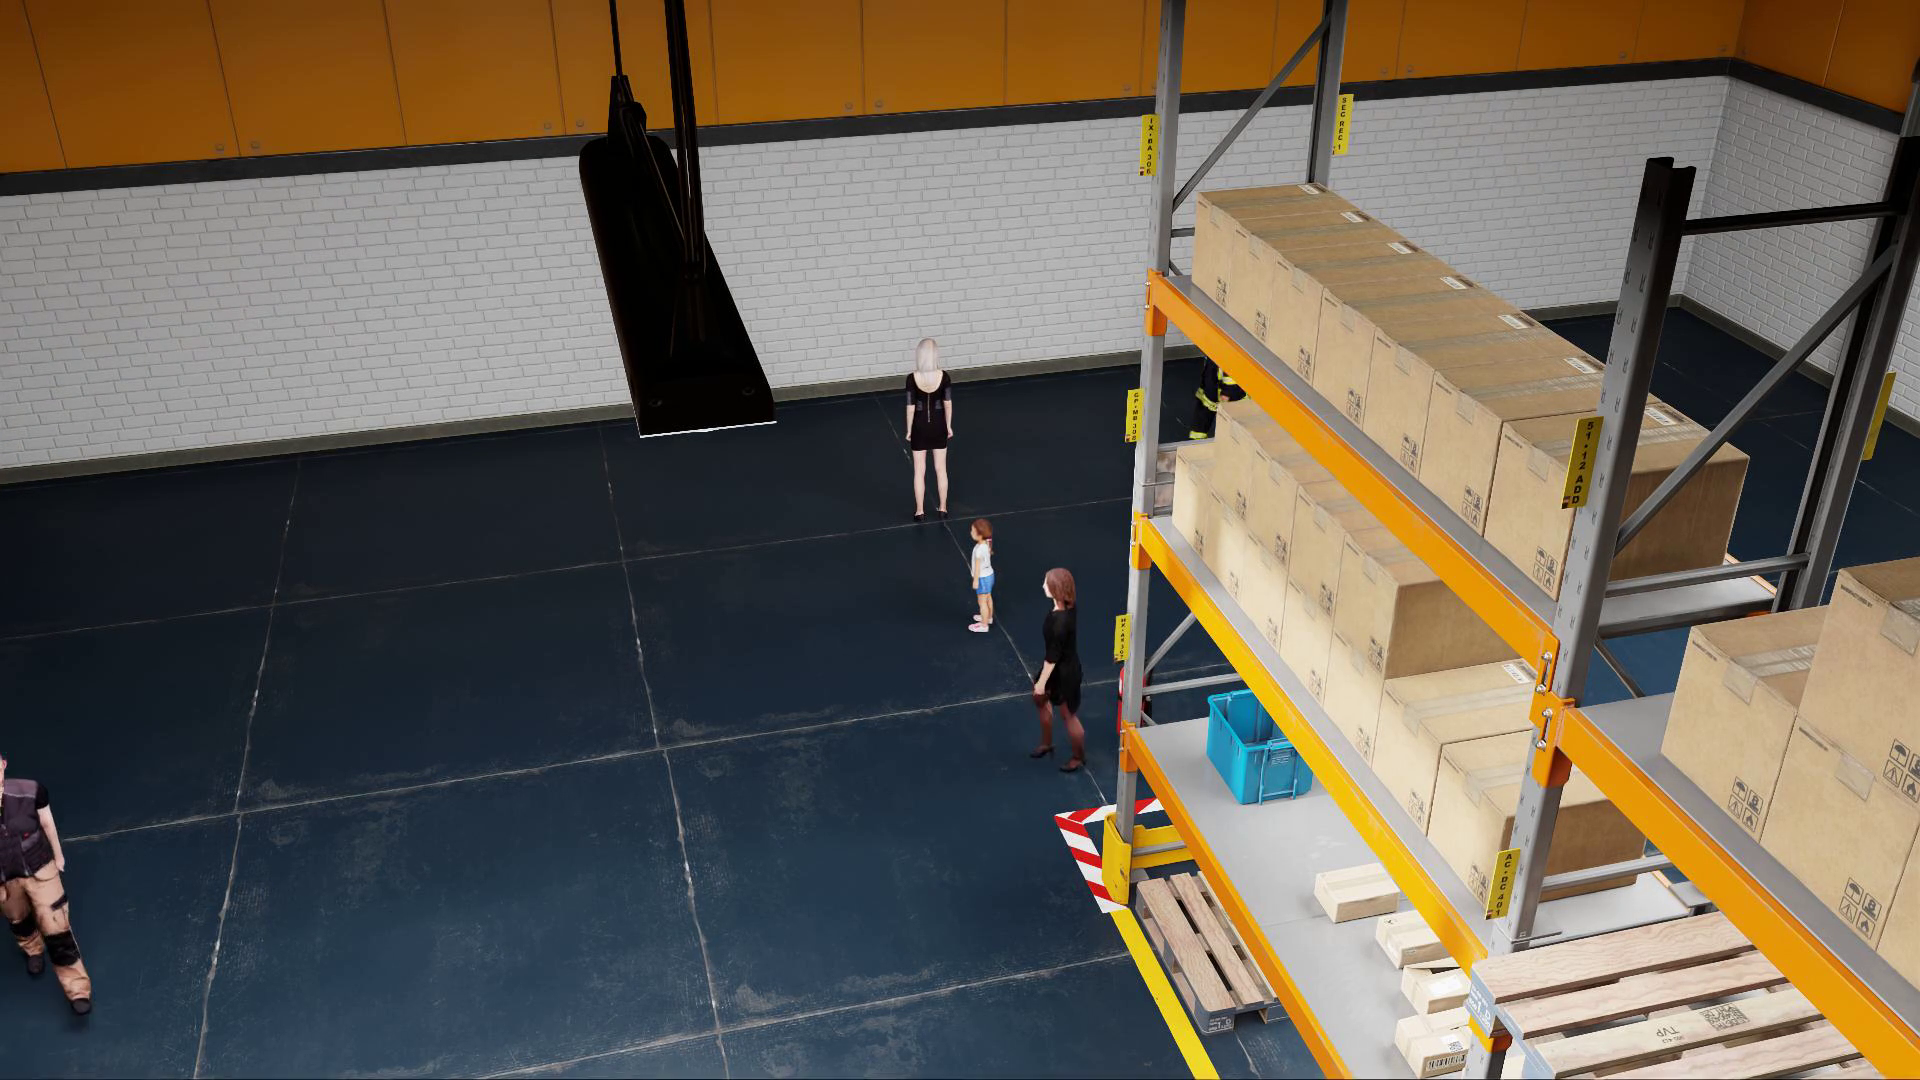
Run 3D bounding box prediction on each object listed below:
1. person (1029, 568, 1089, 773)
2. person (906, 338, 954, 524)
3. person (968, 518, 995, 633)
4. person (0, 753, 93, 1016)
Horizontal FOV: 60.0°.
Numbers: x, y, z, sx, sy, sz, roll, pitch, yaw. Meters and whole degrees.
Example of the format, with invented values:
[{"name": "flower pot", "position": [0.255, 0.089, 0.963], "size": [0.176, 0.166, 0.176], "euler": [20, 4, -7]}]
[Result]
[{"name": "person", "position": [0.827, 0.969, 11.878], "size": [0.770, 1.688, 0.709], "euler": [3, 29, 6]}, {"name": "person", "position": [-0.287, -1.013, 15.364], "size": [0.602, 1.830, 0.515], "euler": [-5, 29, -9]}, {"name": "person", "position": [0.195, 0.282, 13.836], "size": [0.535, 1.019, 0.453], "euler": [8, 30, 15]}, {"name": "person", "position": [-5.663, 1.953, 9.973], "size": [0.892, 1.785, 1.253], "euler": [-14, 32, -25]}]
